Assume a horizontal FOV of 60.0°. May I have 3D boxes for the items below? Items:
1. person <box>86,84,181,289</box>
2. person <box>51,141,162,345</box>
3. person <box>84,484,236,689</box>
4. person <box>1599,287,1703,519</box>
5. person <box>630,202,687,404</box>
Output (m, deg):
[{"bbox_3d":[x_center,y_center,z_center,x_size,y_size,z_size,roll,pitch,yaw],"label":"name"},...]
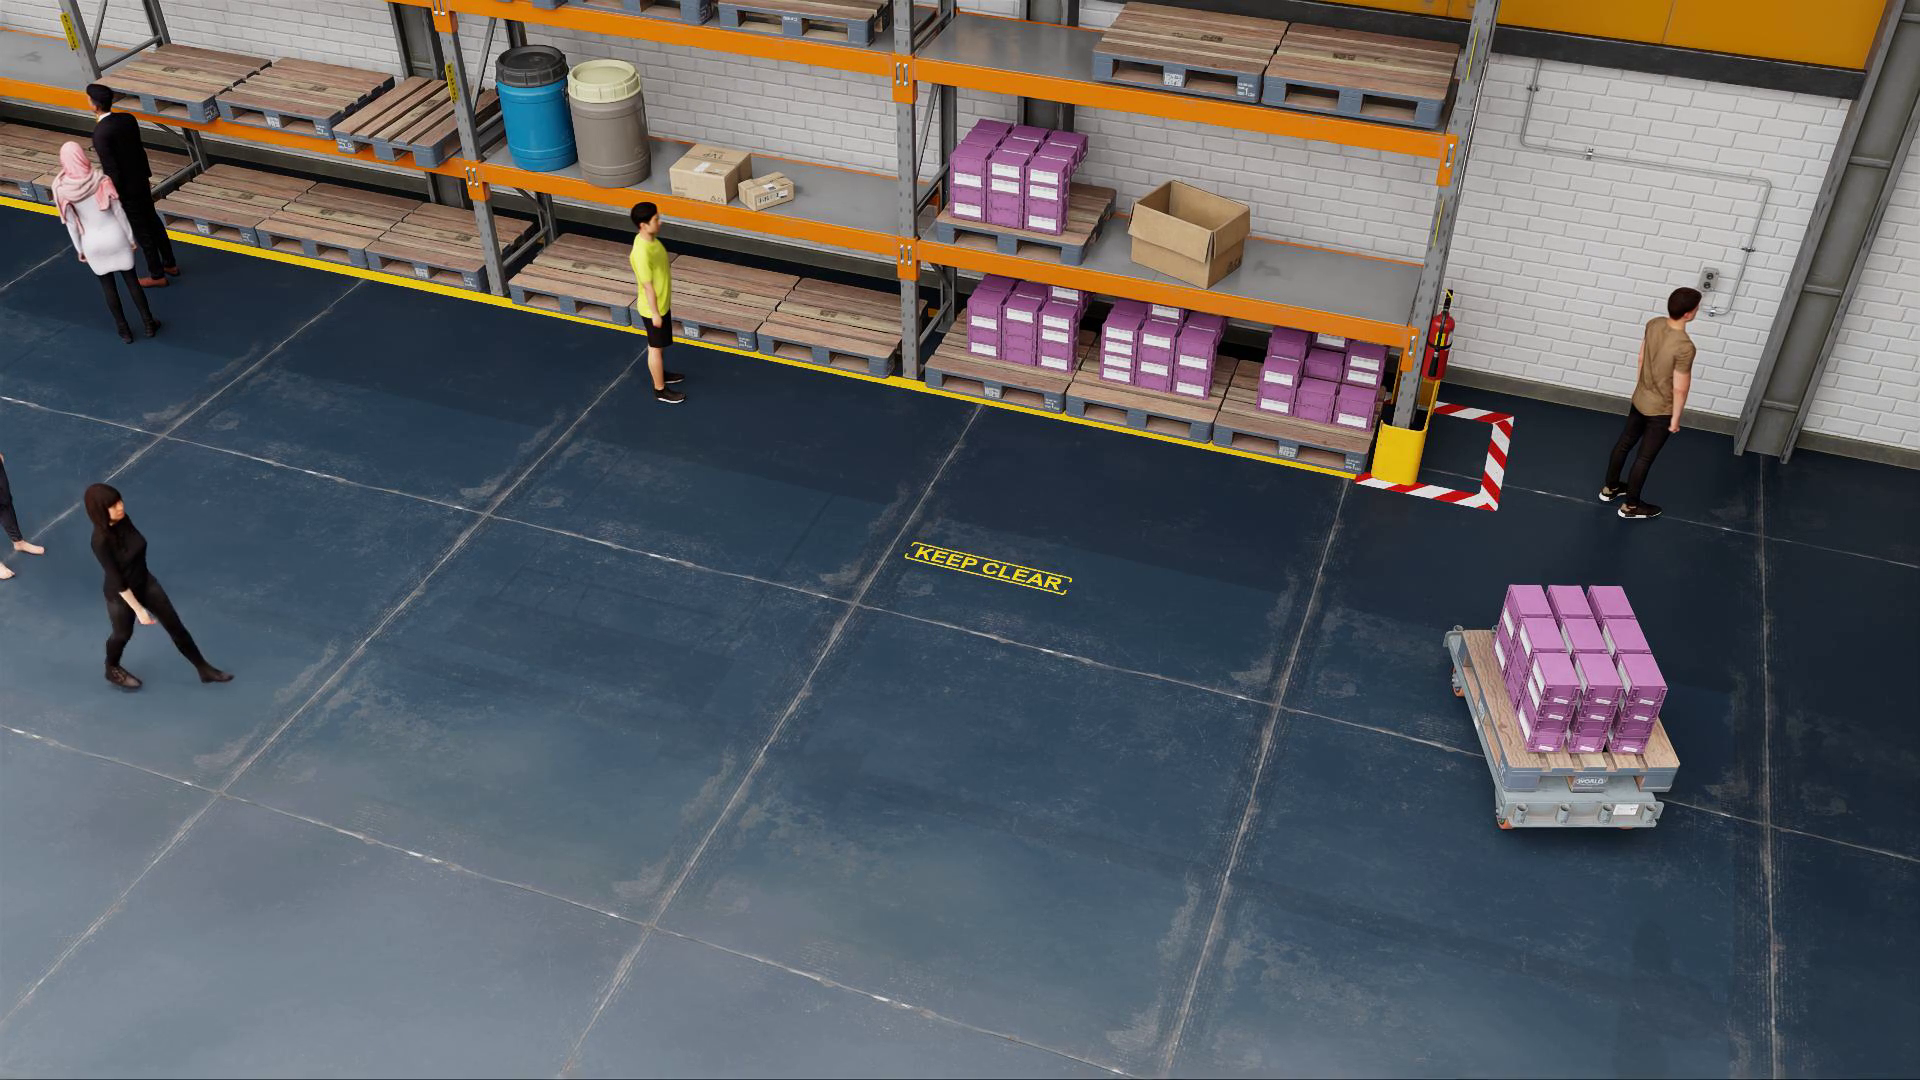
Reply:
[{"bbox_3d":[-7.304,-3.127,14.656,0.628,1.884,0.739,5,39,6],"label":"person"},{"bbox_3d":[-7.160,-2.490,13.924,0.737,1.803,0.796,-17,41,-20],"label":"person"},{"bbox_3d":[-5.332,0.340,10.541,1.122,1.601,0.719,6,39,7],"label":"person"},{"bbox_3d":[5.016,-1.003,12.022,0.773,1.852,0.750,-10,40,-12],"label":"person"},{"bbox_3d":[-2.446,-1.908,13.271,0.687,1.708,0.700,-4,39,-5],"label":"person"}]
